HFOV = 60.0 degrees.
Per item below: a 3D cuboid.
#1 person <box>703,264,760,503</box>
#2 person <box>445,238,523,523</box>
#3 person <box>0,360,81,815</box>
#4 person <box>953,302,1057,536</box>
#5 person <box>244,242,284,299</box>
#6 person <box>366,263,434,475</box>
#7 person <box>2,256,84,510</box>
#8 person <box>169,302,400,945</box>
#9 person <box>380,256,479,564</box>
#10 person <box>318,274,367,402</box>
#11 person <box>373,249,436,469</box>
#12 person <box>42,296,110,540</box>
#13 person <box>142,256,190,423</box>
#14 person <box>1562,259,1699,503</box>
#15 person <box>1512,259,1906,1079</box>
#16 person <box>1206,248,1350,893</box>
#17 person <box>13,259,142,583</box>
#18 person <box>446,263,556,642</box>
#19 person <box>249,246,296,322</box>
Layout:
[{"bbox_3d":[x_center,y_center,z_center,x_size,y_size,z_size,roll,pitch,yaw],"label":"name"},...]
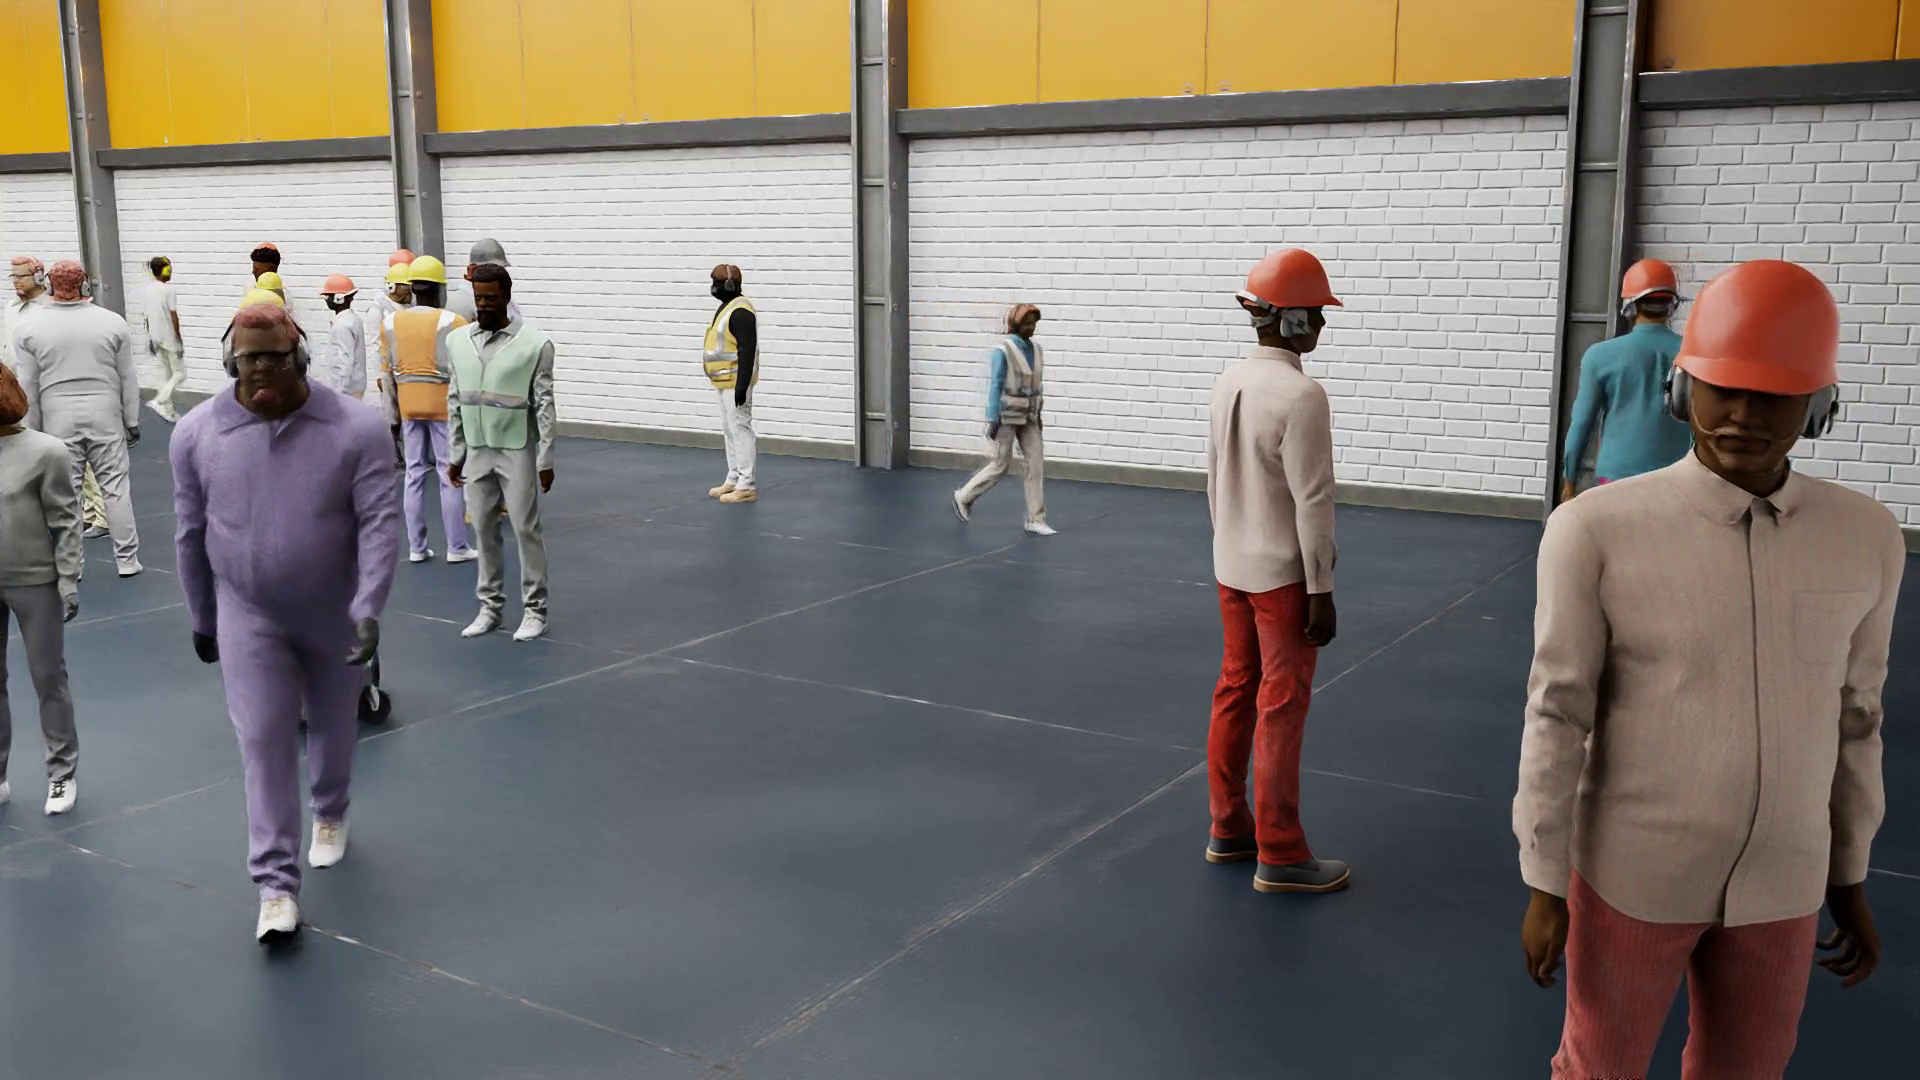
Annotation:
[{"bbox_3d":[-1.775,-1.212,12.900,0.429,1.841,0.634,-4,11,-21],"label":"person"},{"bbox_3d":[-3.328,-1.138,11.939,0.536,2.000,0.688,4,11,20],"label":"person"},{"bbox_3d":[-3.339,0.167,5.832,0.501,1.633,0.282,-1,10,-6],"label":"person"},{"bbox_3d":[0.328,-0.843,11.509,0.710,1.608,0.551,9,14,42],"label":"person"},{"bbox_3d":[-7.072,-2.045,17.087,0.608,1.995,0.377,7,12,33],"label":"person"},{"bbox_3d":[-4.835,-1.473,14.406,0.404,1.825,0.593,6,12,28],"label":"person"},{"bbox_3d":[-6.795,-1.130,12.269,0.654,1.904,0.406,4,11,19],"label":"person"},{"bbox_3d":[-2.021,0.209,5.040,0.626,1.845,1.043,-4,11,-22],"label":"person"},{"bbox_3d":[-3.307,-0.805,10.416,0.590,1.923,0.397,2,10,9],"label":"person"},{"bbox_3d":[-4.954,-1.259,13.410,0.327,1.749,0.563,-2,10,-12],"label":"person"},{"bbox_3d":[-4.896,-1.595,14.749,0.360,1.939,0.543,7,12,34],"label":"person"},{"bbox_3d":[-5.991,-0.883,11.319,0.330,1.751,0.564,-9,13,-40],"label":"person"},{"bbox_3d":[-8.768,-2.188,18.288,0.537,1.852,0.468,5,11,25],"label":"person"},{"bbox_3d":[3.110,-0.302,7.607,0.622,1.945,1.038,0,10,1],"label":"person"},{"bbox_3d":[1.219,0.549,2.724,0.618,1.989,0.392,-1,10,-4],"label":"person"},{"bbox_3d":[0.987,0.099,5.208,0.375,1.995,0.609,-4,11,-21],"label":"person"},{"bbox_3d":[-5.217,-0.701,9.882,0.636,1.911,0.405,-6,12,-29],"label":"person"},{"bbox_3d":[-2.320,-0.442,8.459,0.588,1.911,0.396,3,11,15],"label":"person"},{"bbox_3d":[-6.213,-1.669,15.083,0.361,1.965,0.613,-8,13,-38],"label":"person"}]
